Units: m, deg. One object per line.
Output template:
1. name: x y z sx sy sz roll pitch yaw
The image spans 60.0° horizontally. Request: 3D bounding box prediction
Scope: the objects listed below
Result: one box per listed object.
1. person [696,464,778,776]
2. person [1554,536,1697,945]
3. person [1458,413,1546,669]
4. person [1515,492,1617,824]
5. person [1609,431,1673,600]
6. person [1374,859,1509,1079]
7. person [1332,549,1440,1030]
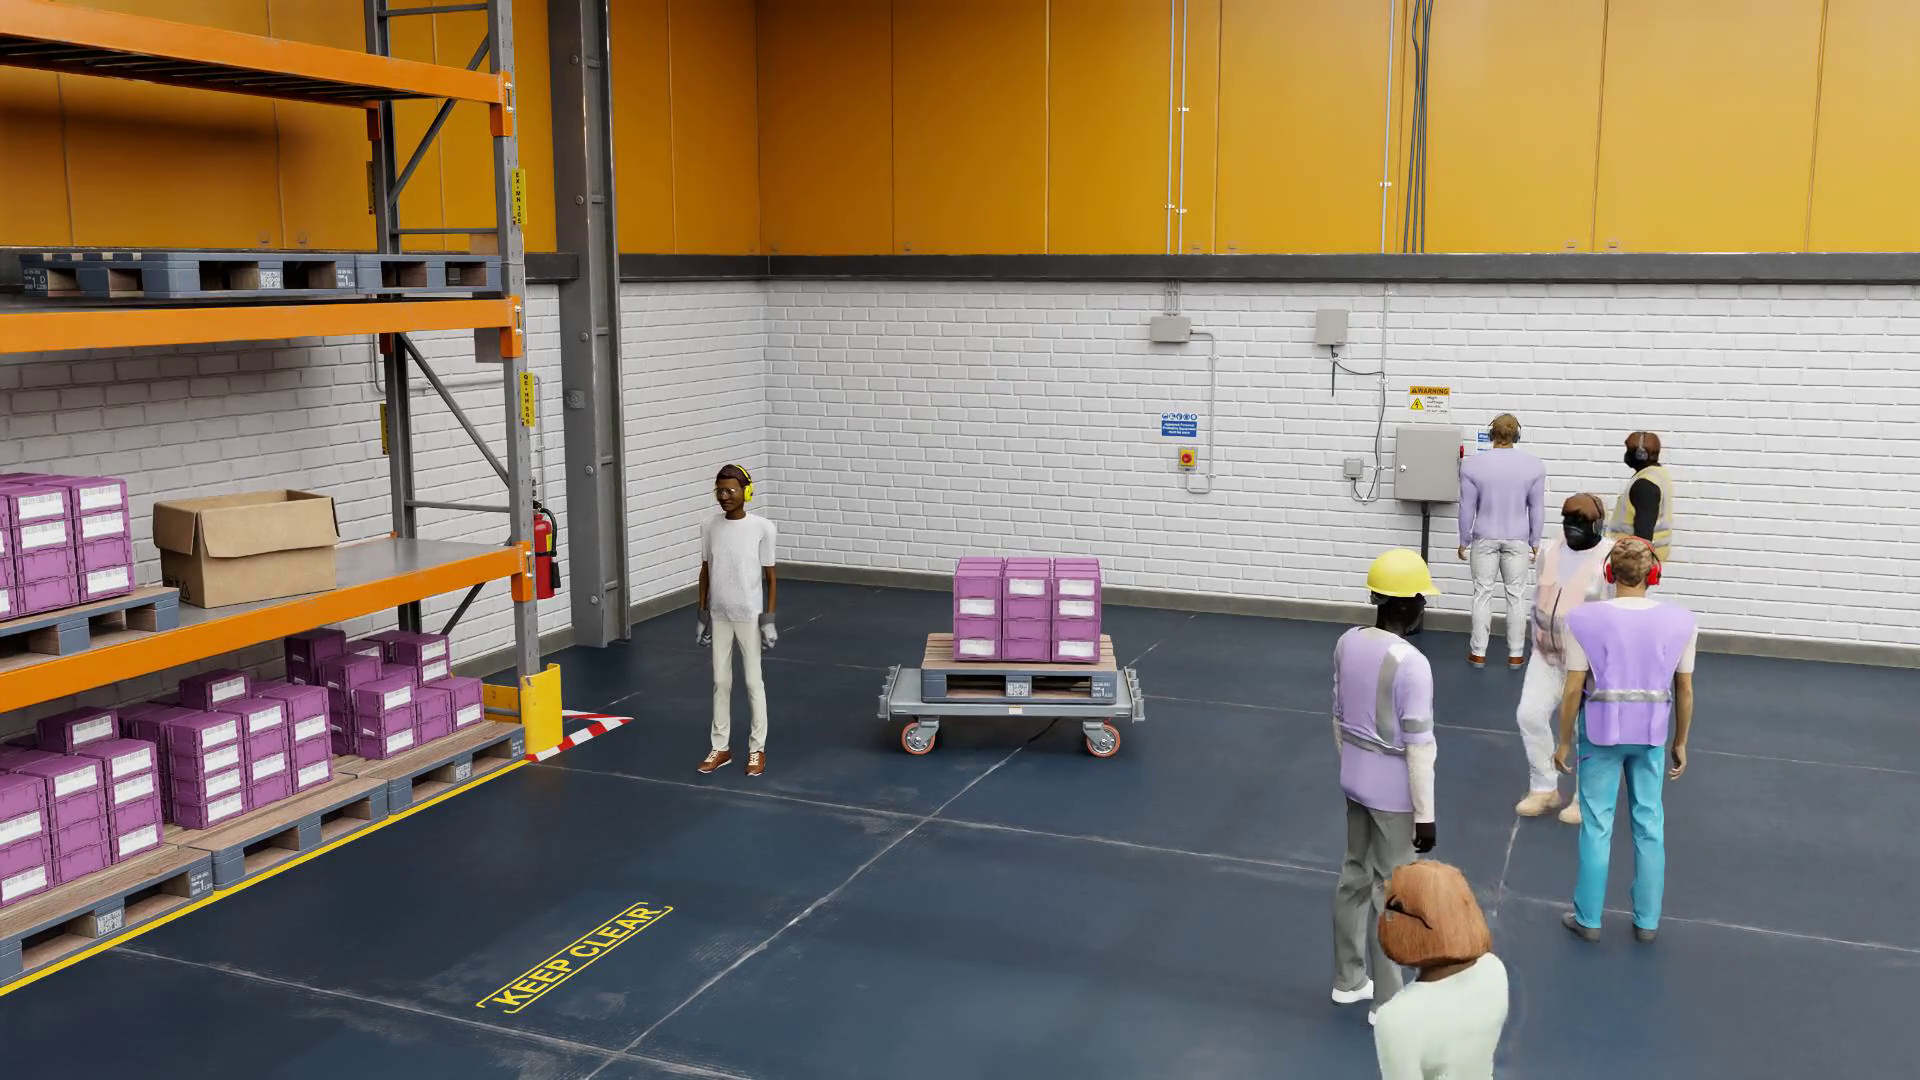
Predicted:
1. person: -1.335 0.475 9.917 0.520 1.873 0.328 2 10 14
2. person: 2.961 0.902 7.417 0.570 1.839 0.373 1 9 5
3. person: 4.065 0.009 12.534 0.627 1.941 0.371 2 10 14
4. person: 3.291 0.650 9.000 0.574 1.820 0.650 -6 11 -34
5. person: 4.976 0.117 12.192 0.429 1.842 0.641 5 11 27
6. person: 1.194 1.570 4.147 0.501 1.591 0.867 -6 11 -33
7. person: 1.705 0.987 6.642 0.362 1.928 0.587 -4 10 -20
